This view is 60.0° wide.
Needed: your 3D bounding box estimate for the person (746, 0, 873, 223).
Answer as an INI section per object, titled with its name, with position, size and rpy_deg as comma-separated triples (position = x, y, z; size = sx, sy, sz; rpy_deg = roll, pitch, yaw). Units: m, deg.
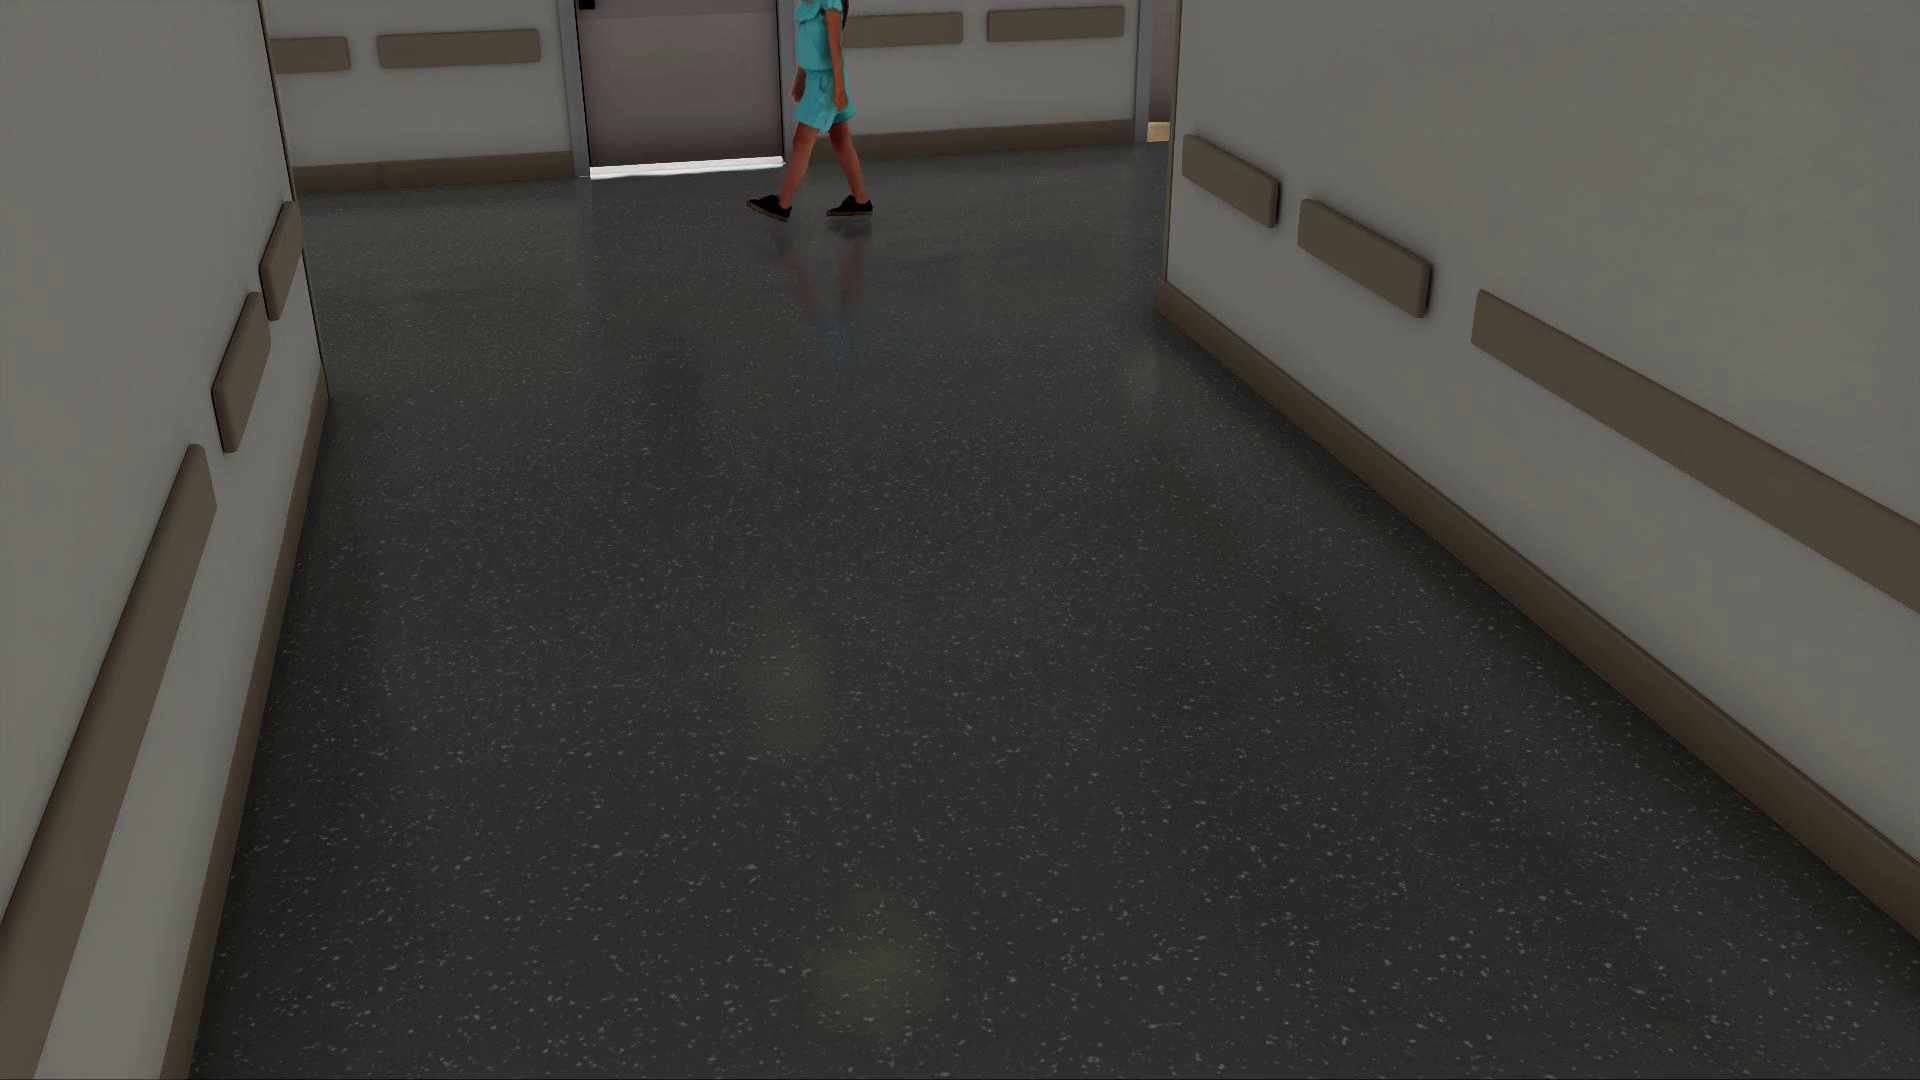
[person]
position = -0.668, -2.514, 9.167
size = 0.930, 1.530, 0.555
rpy_deg = -7, 27, -14
